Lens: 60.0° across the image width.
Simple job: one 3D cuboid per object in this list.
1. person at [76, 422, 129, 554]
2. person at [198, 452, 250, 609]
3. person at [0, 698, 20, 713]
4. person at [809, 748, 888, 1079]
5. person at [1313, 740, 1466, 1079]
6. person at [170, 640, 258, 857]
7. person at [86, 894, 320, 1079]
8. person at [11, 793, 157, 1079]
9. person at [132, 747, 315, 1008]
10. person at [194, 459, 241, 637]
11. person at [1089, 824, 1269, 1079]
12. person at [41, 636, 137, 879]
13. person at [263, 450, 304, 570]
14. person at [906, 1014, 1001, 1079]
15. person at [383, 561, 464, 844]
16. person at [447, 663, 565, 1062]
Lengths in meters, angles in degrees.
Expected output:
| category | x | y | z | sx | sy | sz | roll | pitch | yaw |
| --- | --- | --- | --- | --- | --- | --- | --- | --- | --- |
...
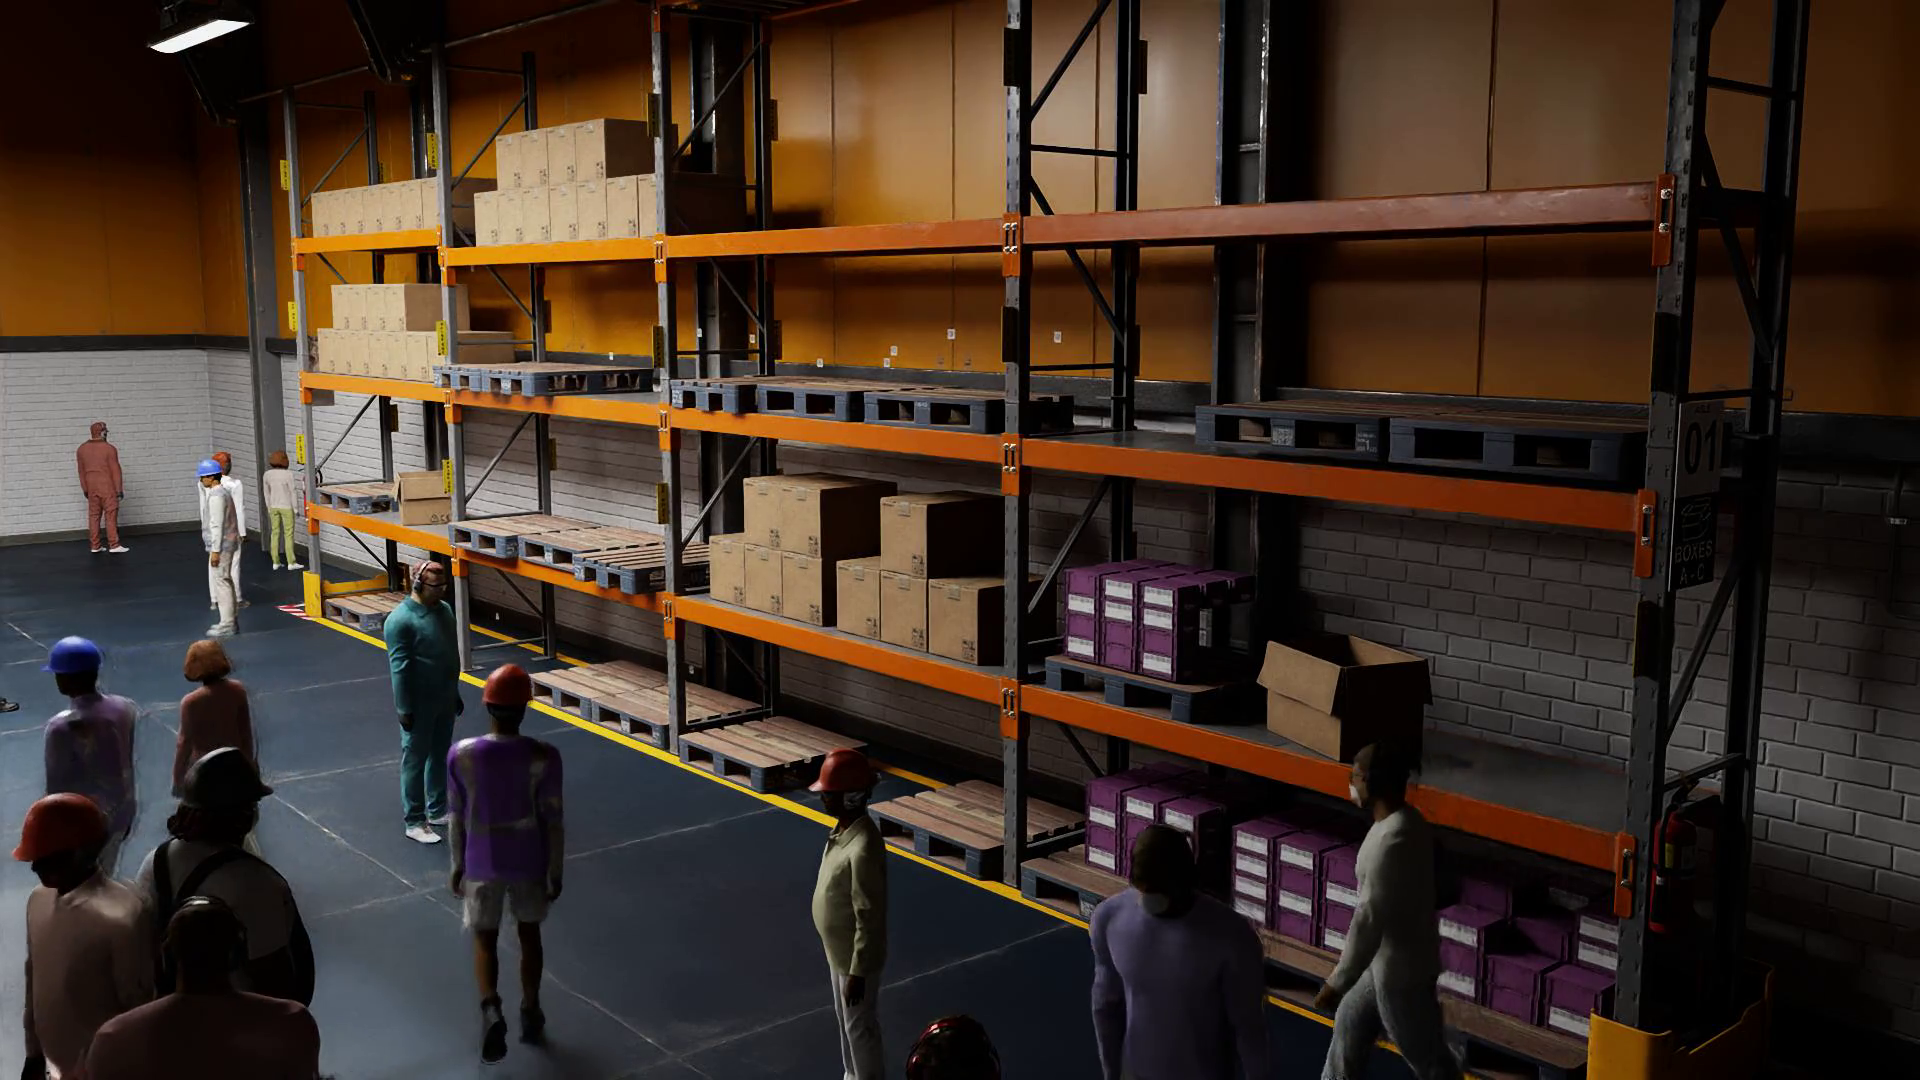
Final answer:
| category | x | y | z | sx | sy | sz | roll | pitch | yaw |
| --- | --- | --- | --- | --- | --- | --- | --- | --- | --- |
| person | -12.374 | -0.751 | 24.028 | 0.651 | 1.907 | 0.409 | 2 | 8 | 11 |
| person | -8.700 | -0.106 | 19.672 | 0.569 | 1.877 | 0.344 | 1 | 8 | 10 |
| person | -8.647 | 0.571 | 14.732 | 0.545 | 1.938 | 0.362 | 8 | 11 | 43 |
| person | -0.479 | 1.751 | 7.169 | 0.324 | 1.752 | 0.563 | -2 | 8 | -15 |
| person | 1.723 | 1.749 | 6.776 | 1.040 | 1.874 | 0.618 | 2 | 8 | 14 |
| person | -4.607 | 1.396 | 10.179 | 0.842 | 1.579 | 0.519 | 2 | 8 | 15 |
| person | -2.176 | 1.986 | 4.895 | 0.635 | 1.936 | 0.356 | -2 | 8 | -14 |
| person | -3.082 | 1.824 | 5.984 | 0.621 | 1.956 | 0.974 | 5 | 10 | 31 |
| person | -2.657 | 1.753 | 6.163 | 0.689 | 2.000 | 0.539 | 4 | 9 | 27 |
| person | -8.098 | 0.077 | 18.181 | 0.419 | 1.933 | 0.623 | -3 | 9 | -17 |
| person | 0.780 | 1.871 | 5.821 | 0.643 | 1.910 | 0.600 | 5 | 10 | 32 |
| person | -4.468 | 1.449 | 8.668 | 0.709 | 1.927 | 0.613 | 1 | 8 | 9 |
| person | -9.195 | -0.406 | 22.575 | 0.499 | 1.634 | 0.288 | 2 | 8 | 13 |
| person | -0.030 | 2.110 | 4.383 | 0.563 | 1.838 | 0.388 | -1 | 8 | -4 |
| person | -3.595 | 1.082 | 11.311 | 0.409 | 1.903 | 0.638 | 3 | 9 | 17 |
| person | -2.180 | 1.551 | 8.000 | 0.564 | 1.918 | 0.673 | -2 | 8 | -11 |
